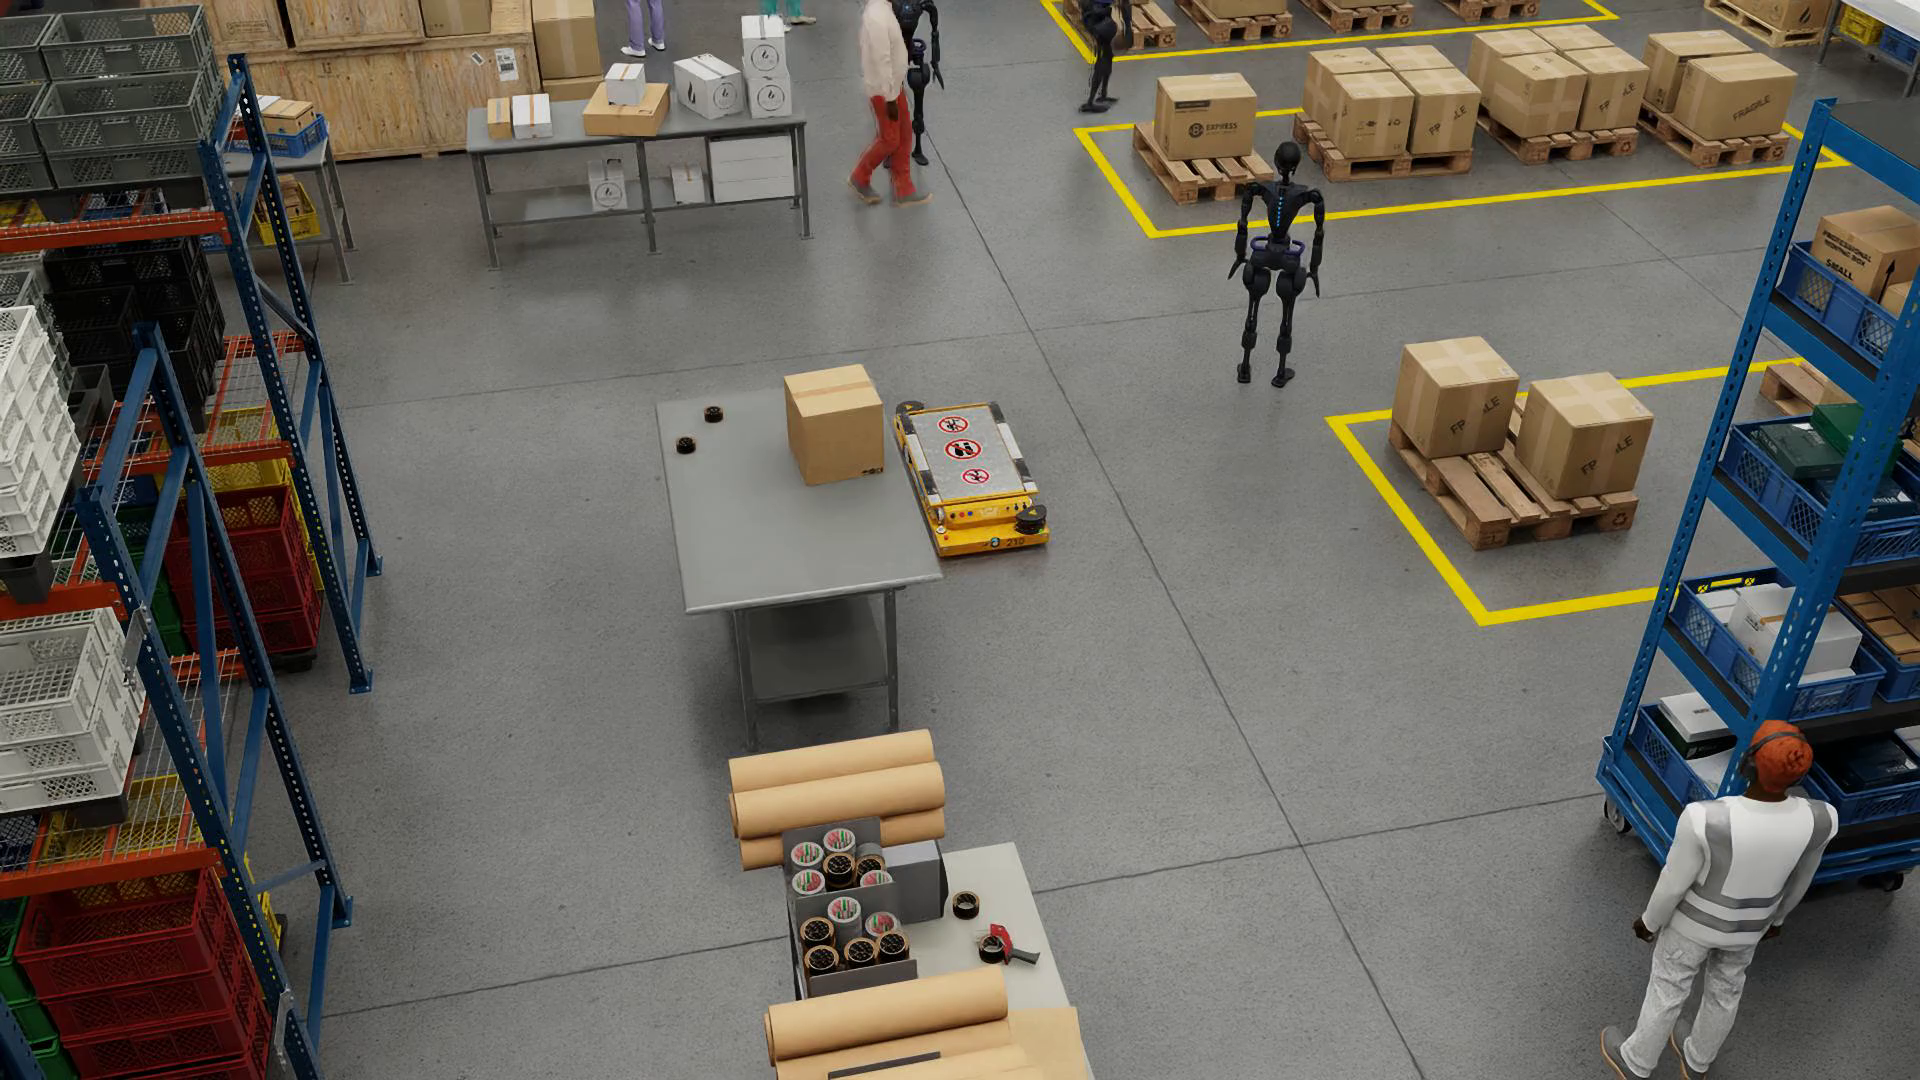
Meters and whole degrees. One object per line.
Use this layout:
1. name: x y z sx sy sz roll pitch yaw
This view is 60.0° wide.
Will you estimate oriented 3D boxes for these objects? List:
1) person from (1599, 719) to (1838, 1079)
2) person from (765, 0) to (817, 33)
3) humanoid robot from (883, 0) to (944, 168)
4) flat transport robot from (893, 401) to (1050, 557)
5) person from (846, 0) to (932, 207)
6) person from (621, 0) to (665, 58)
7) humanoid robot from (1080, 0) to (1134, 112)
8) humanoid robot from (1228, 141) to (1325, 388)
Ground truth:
1. person: 2.860 1.418 6.297 0.573 1.882 0.356 -2 37 -3
2. person: -1.645 -5.775 16.071 0.675 1.736 0.545 -9 38 -12
3. humanoid robot: -0.428 -3.852 13.540 0.602 1.654 0.315 -6 37 -8
4. flat transport robot: 0.046 -0.430 10.108 0.652 0.197 1.431 -8 37 -10
5. person: -0.585 -3.507 12.860 0.675 1.948 0.684 4 37 5
6. person: -3.069 -5.494 15.557 0.585 1.916 0.378 -29 46 -33
7. humanoid robot: 1.275 -4.583 14.533 0.460 1.640 0.694 -15 39 -19
8. humanoid robot: 2.043 -1.781 10.753 0.610 1.661 0.314 11 38 14
